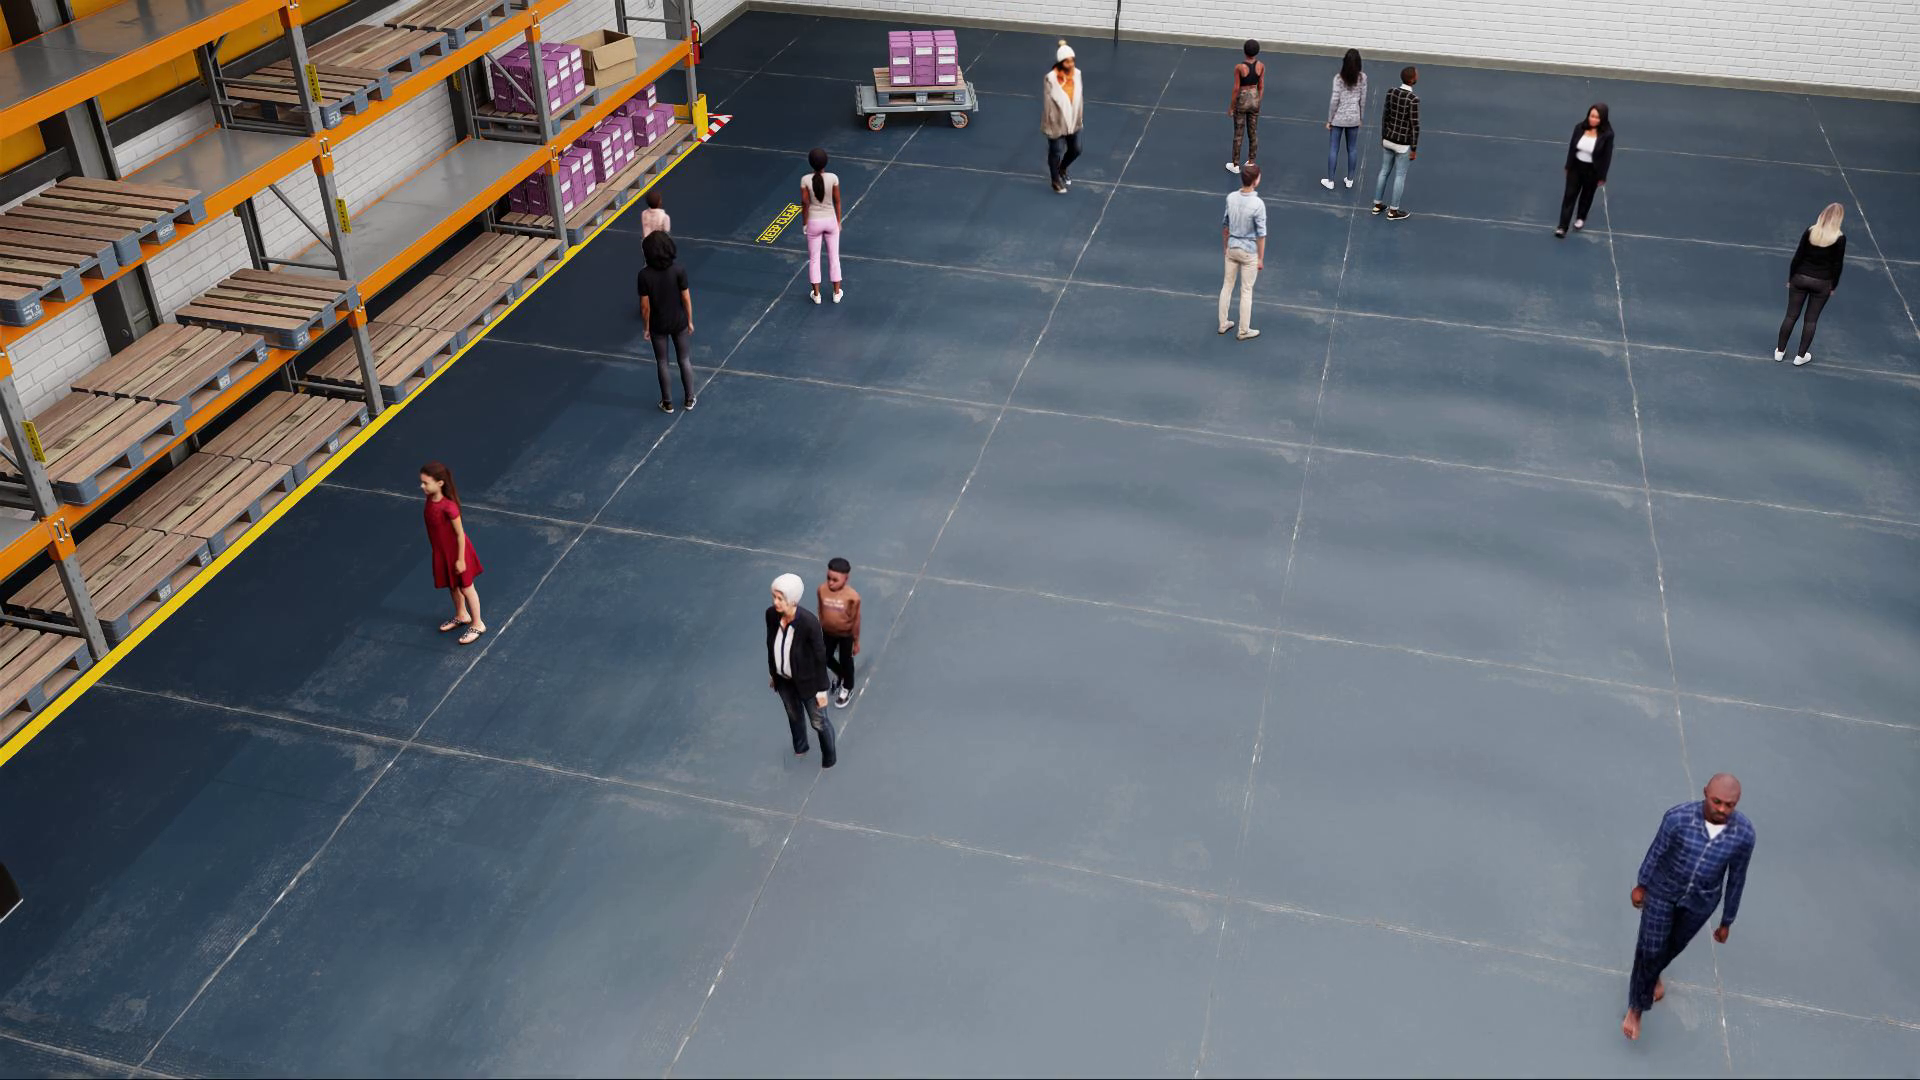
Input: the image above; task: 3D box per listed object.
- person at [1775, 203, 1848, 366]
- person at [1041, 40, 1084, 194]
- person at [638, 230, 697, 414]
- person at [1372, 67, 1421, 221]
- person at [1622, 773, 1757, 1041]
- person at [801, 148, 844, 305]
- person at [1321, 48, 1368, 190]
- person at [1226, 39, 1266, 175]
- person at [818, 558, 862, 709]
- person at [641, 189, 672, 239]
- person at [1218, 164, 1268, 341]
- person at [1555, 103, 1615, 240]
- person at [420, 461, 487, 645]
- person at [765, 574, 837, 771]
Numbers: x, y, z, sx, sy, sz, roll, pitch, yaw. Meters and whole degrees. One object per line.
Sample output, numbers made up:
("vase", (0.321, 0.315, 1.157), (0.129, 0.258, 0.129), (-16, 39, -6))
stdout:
("person", (8.507, -2.561, 16.622), (0.688, 1.686, 0.665), (23, 40, 31))
("person", (1.214, -5.222, 20.449), (0.874, 1.880, 0.932), (-18, 37, -25))
("person", (-2.765, -2.066, 15.740), (0.711, 1.837, 0.703), (-8, 34, -12))
("person", (5.195, -4.723, 19.753), (0.770, 1.821, 0.745), (-23, 40, -31))
("person", (4.201, 1.990, 9.676), (0.681, 1.795, 0.890), (9, 35, 13))
("person", (-1.474, -3.364, 17.780), (0.641, 1.741, 0.641), (-5, 34, -7))
("person", (4.761, -5.211, 20.566), (0.676, 1.732, 0.650), (-4, 34, -5))
("person", (3.620, -5.488, 21.012), (0.658, 1.700, 0.672), (-7, 34, -10))
("person", (-0.847, 0.638, 12.205), (0.544, 1.248, 0.553), (12, 36, 18))
("person", (-3.262, -3.114, 17.804), (0.531, 1.297, 0.828), (7, 34, 10))
("person", (2.901, -2.968, 17.088), (0.732, 1.847, 0.718), (28, 43, 35))
("person", (7.317, -4.314, 19.368), (0.868, 1.566, 1.157), (19, 38, 26))
("person", (-3.914, 0.067, 12.787), (0.649, 1.554, 0.708), (24, 41, 32))
("person", (-1.054, 0.972, 11.476), (0.824, 1.780, 0.718), (22, 40, 30))
